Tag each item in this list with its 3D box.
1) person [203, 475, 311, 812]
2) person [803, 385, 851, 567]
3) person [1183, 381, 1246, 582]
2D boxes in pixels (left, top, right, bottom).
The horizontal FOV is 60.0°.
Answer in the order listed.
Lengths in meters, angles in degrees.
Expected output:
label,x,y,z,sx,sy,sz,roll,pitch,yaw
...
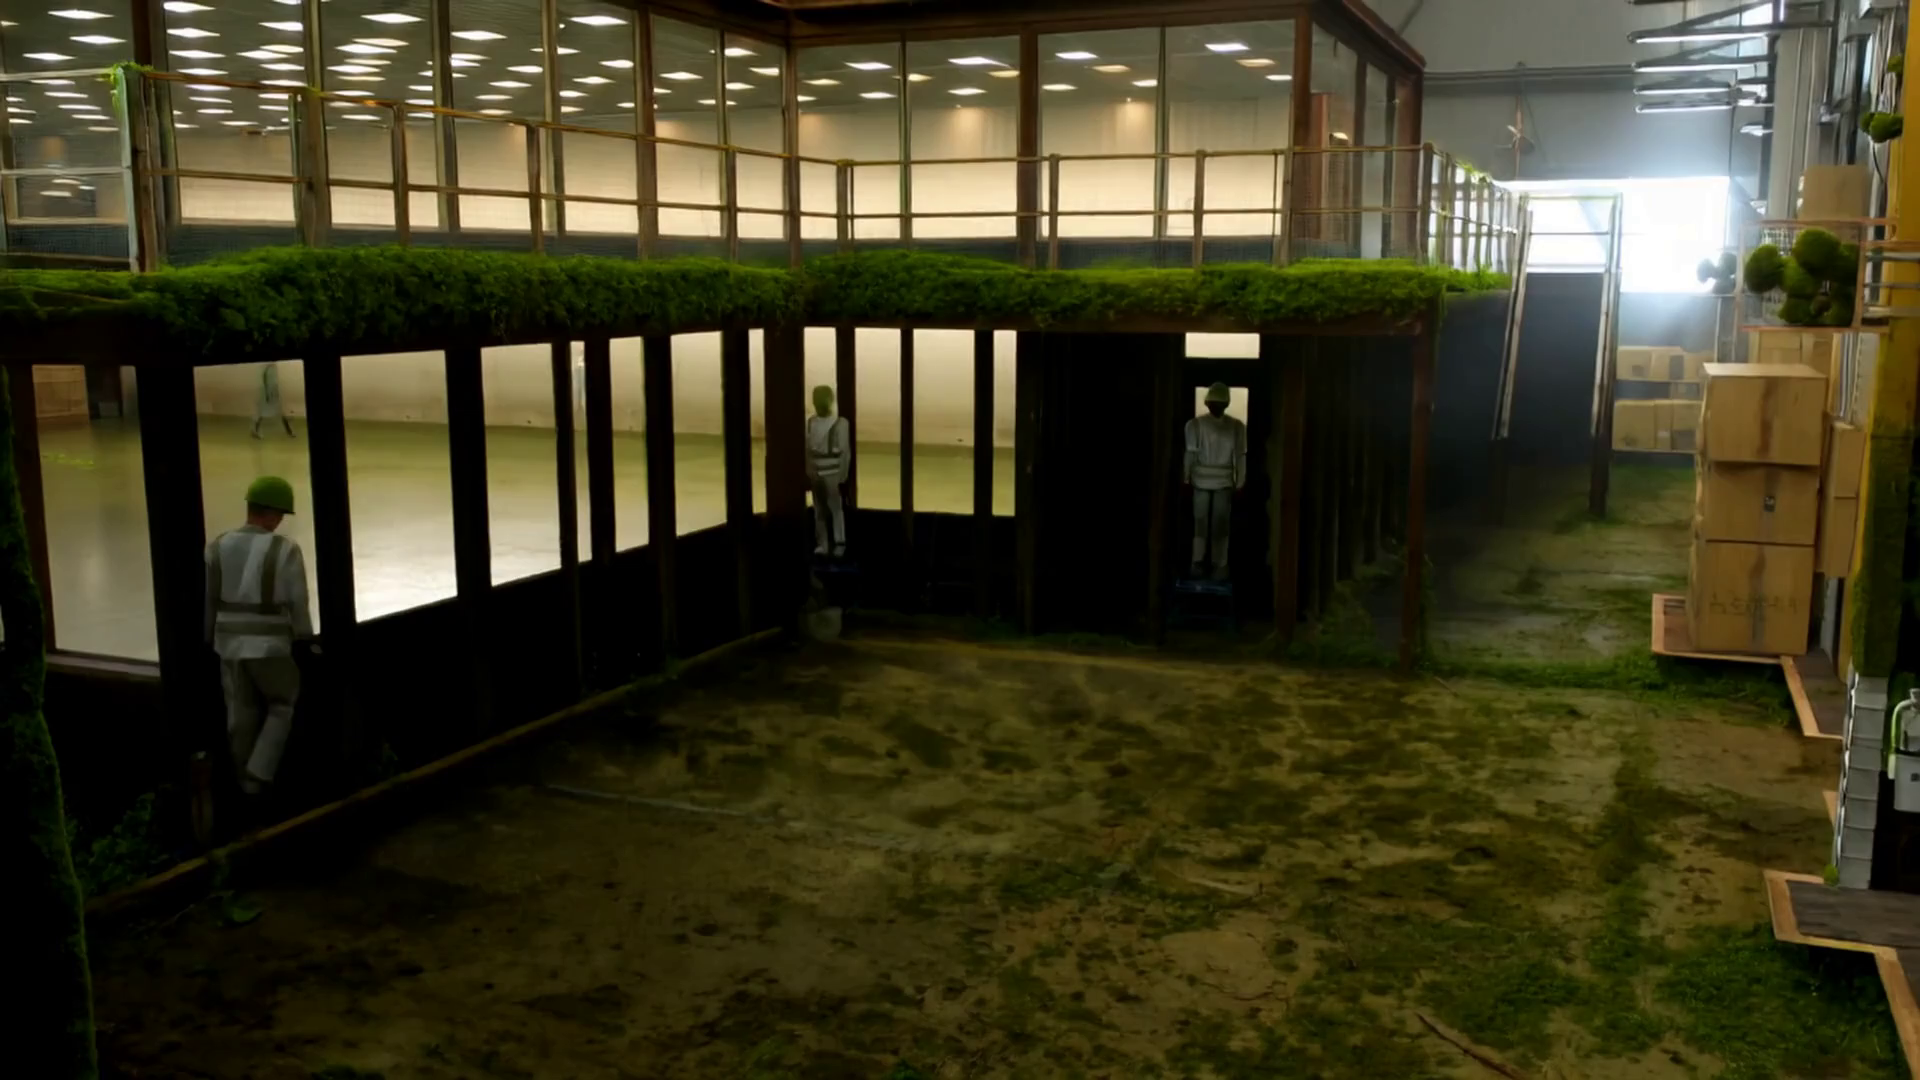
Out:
label,x,y,z,sx,sy,sz,roll,pitch,yaw
person,-3.950,0.596,9.338,0.671,1.920,0.502,1,9,7
person,-1.385,-0.661,17.212,0.581,1.882,0.339,7,12,38
person,2.499,-0.566,16.325,0.612,1.986,0.406,1,9,5
